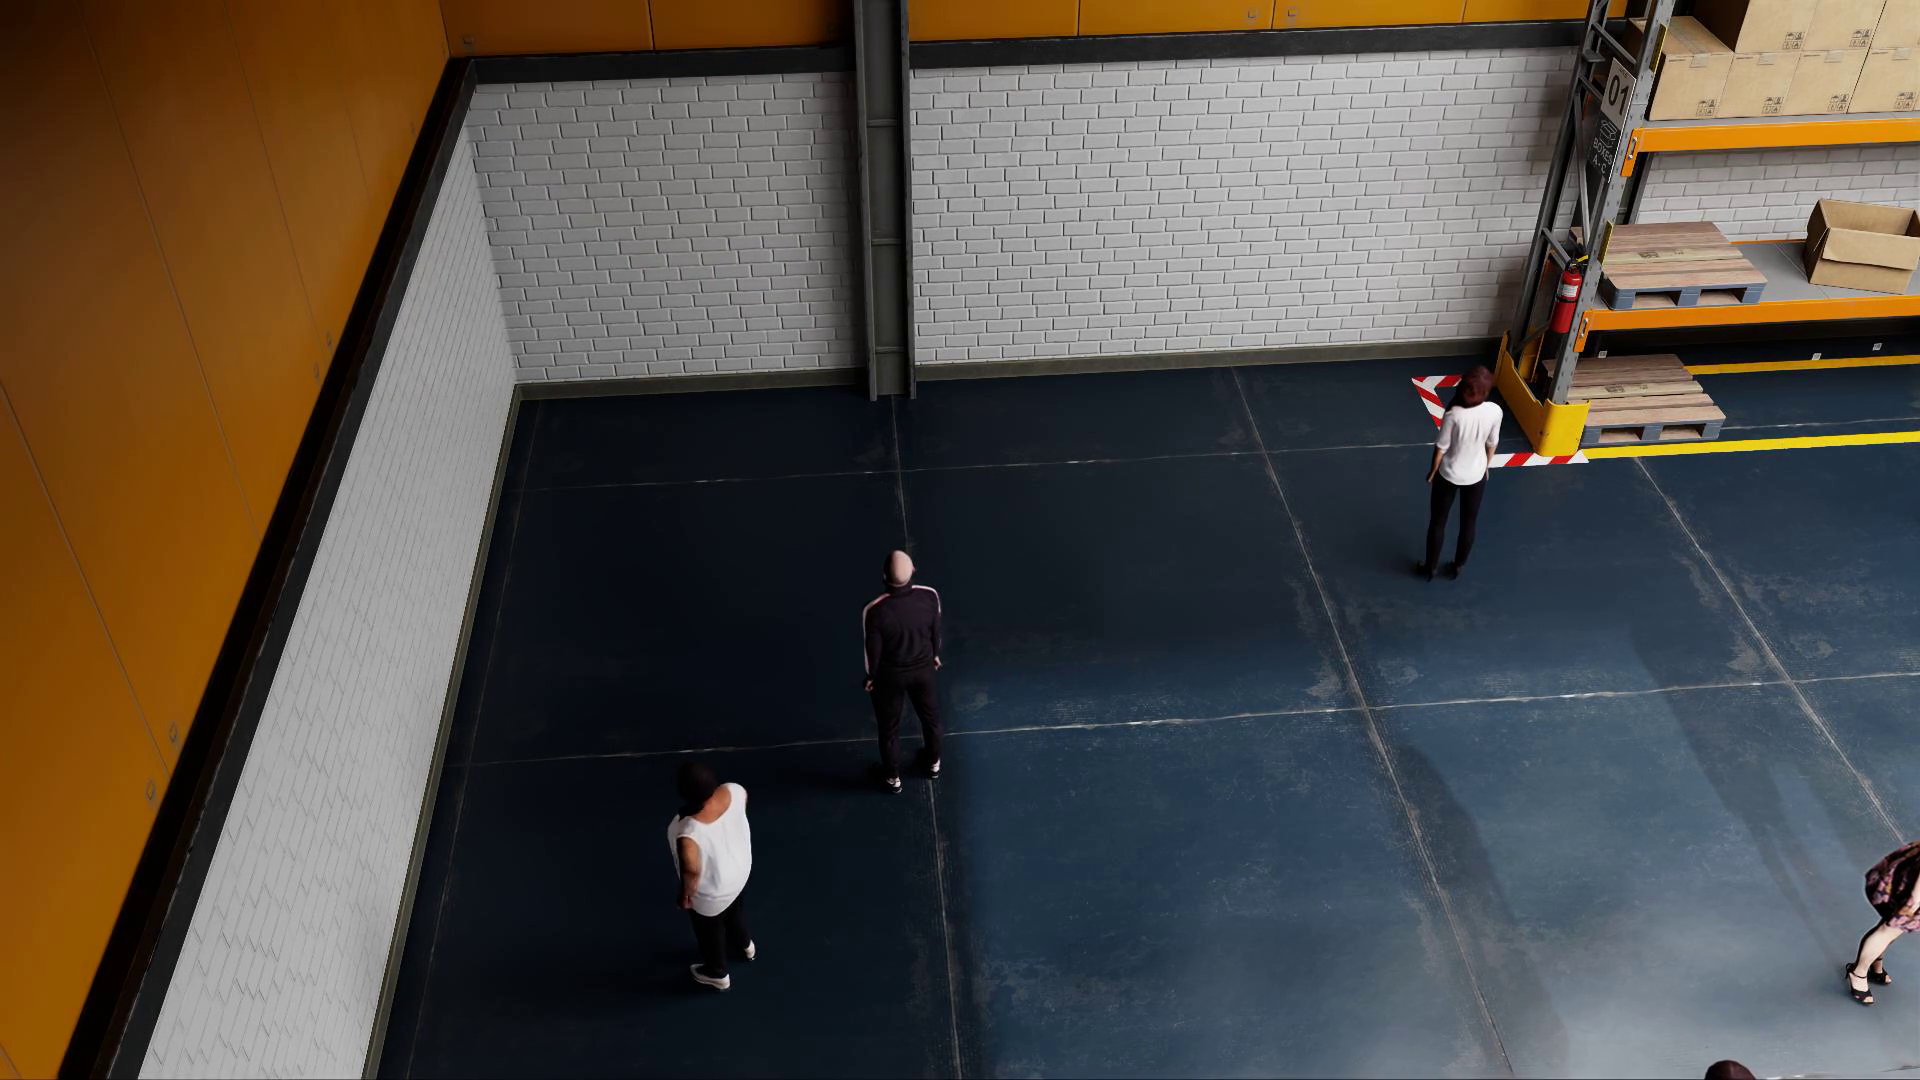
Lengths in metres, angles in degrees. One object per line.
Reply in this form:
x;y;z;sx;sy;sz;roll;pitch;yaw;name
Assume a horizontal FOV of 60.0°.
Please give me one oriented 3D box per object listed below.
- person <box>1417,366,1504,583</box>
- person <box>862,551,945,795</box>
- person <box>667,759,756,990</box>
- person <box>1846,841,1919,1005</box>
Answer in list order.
3.562;-0.447;11.845;0.464;1.793;0.674;-2;39;-2;person
-0.342;0.818;10.225;0.635;1.836;0.806;-15;41;-18;person
-1.362;1.813;9.099;0.805;1.687;0.765;22;44;26;person
5.220;1.850;8.983;0.777;1.773;0.857;-25;45;-28;person
